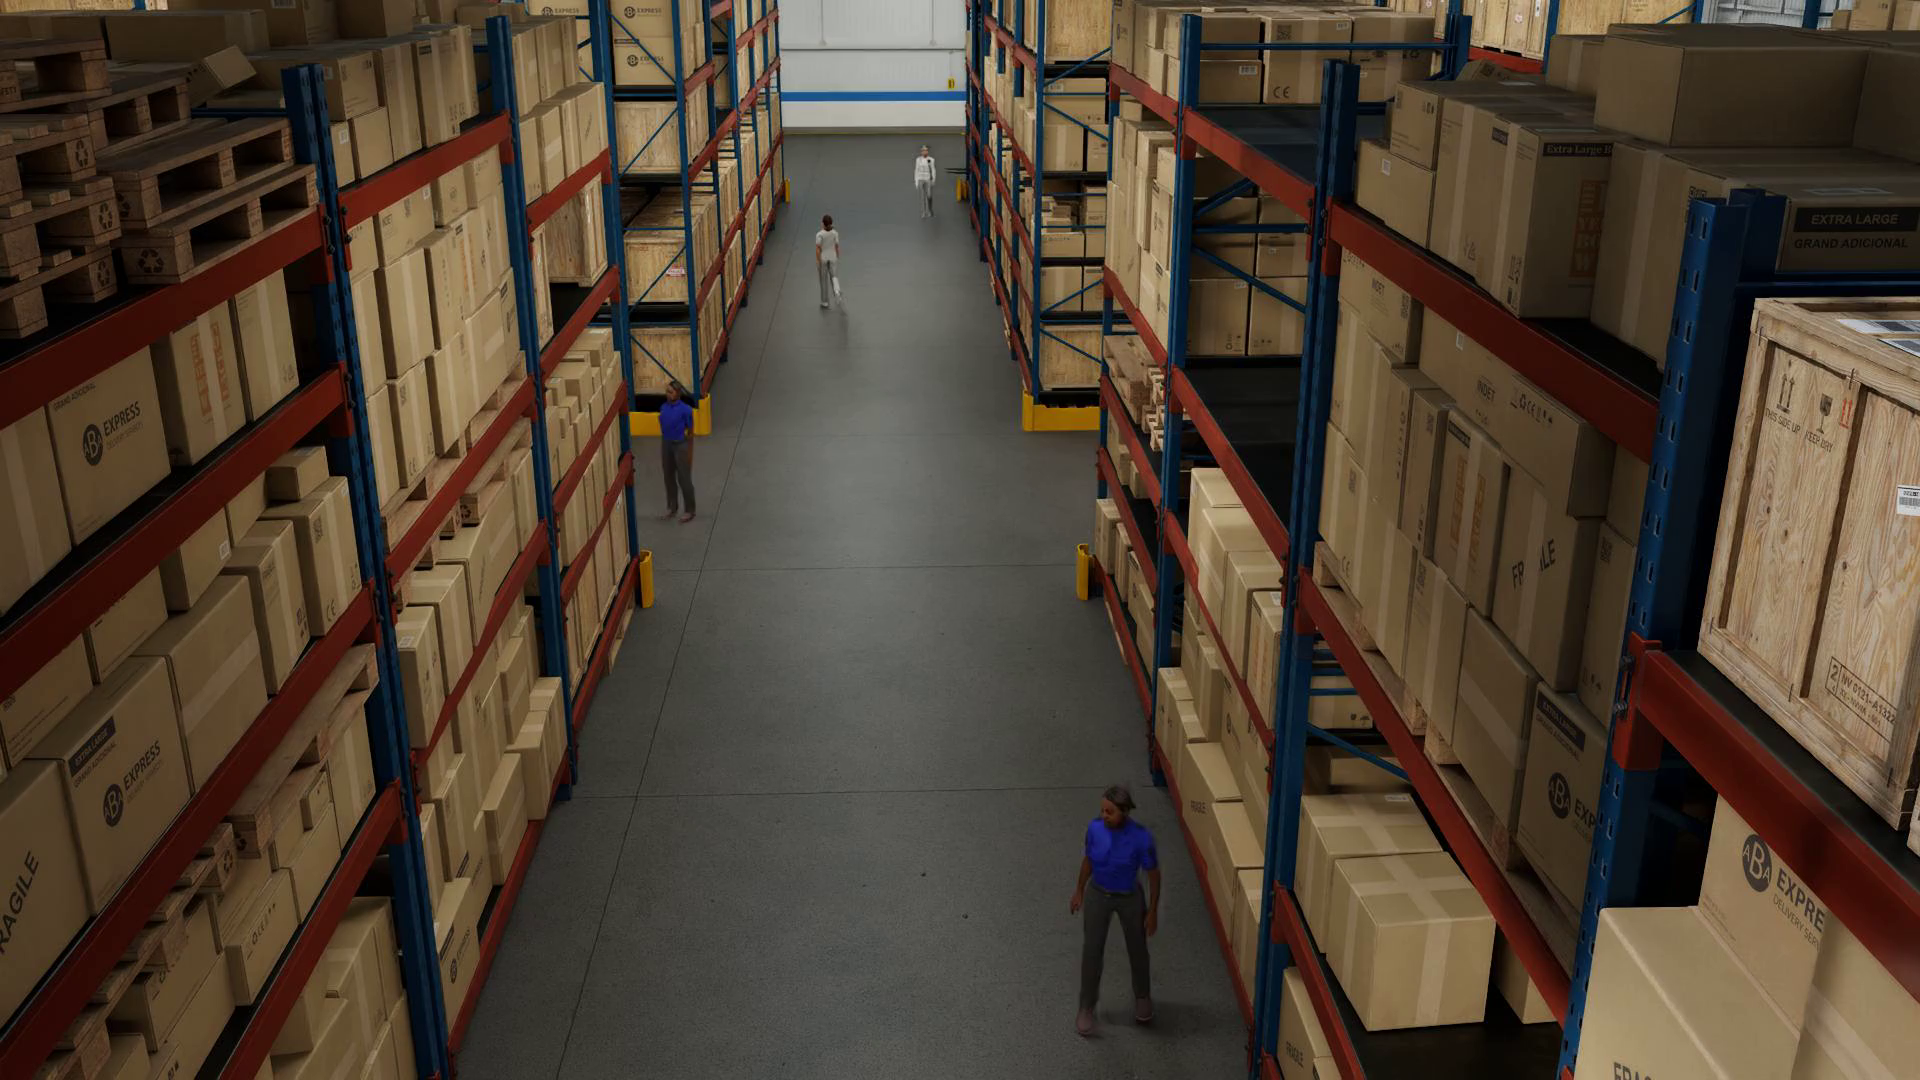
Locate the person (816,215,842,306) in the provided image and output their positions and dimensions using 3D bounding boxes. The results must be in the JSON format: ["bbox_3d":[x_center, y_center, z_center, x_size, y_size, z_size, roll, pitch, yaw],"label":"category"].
[{"bbox_3d":[-2.383,-5.037,30.117,0.439,1.670,0.692,-6,21,-15],"label":"person"}]

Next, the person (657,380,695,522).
[{"bbox_3d":[-3.336,-1.045,19.453,0.438,1.657,0.350,9,22,23],"label":"person"}]

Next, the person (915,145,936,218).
[{"bbox_3d":[-0.834,-8.462,39.224,0.484,1.686,0.425,4,21,9],"label":"person"}]

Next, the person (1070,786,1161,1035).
[{"bbox_3d":[0.967,2.298,10.465,0.582,1.653,0.522,6,21,16],"label":"person"}]

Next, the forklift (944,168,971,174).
[{"bbox_3d":[1.049,-11.255,44.996,3.031,2.941,1.121,1,20,2],"label":"forklift"}]
